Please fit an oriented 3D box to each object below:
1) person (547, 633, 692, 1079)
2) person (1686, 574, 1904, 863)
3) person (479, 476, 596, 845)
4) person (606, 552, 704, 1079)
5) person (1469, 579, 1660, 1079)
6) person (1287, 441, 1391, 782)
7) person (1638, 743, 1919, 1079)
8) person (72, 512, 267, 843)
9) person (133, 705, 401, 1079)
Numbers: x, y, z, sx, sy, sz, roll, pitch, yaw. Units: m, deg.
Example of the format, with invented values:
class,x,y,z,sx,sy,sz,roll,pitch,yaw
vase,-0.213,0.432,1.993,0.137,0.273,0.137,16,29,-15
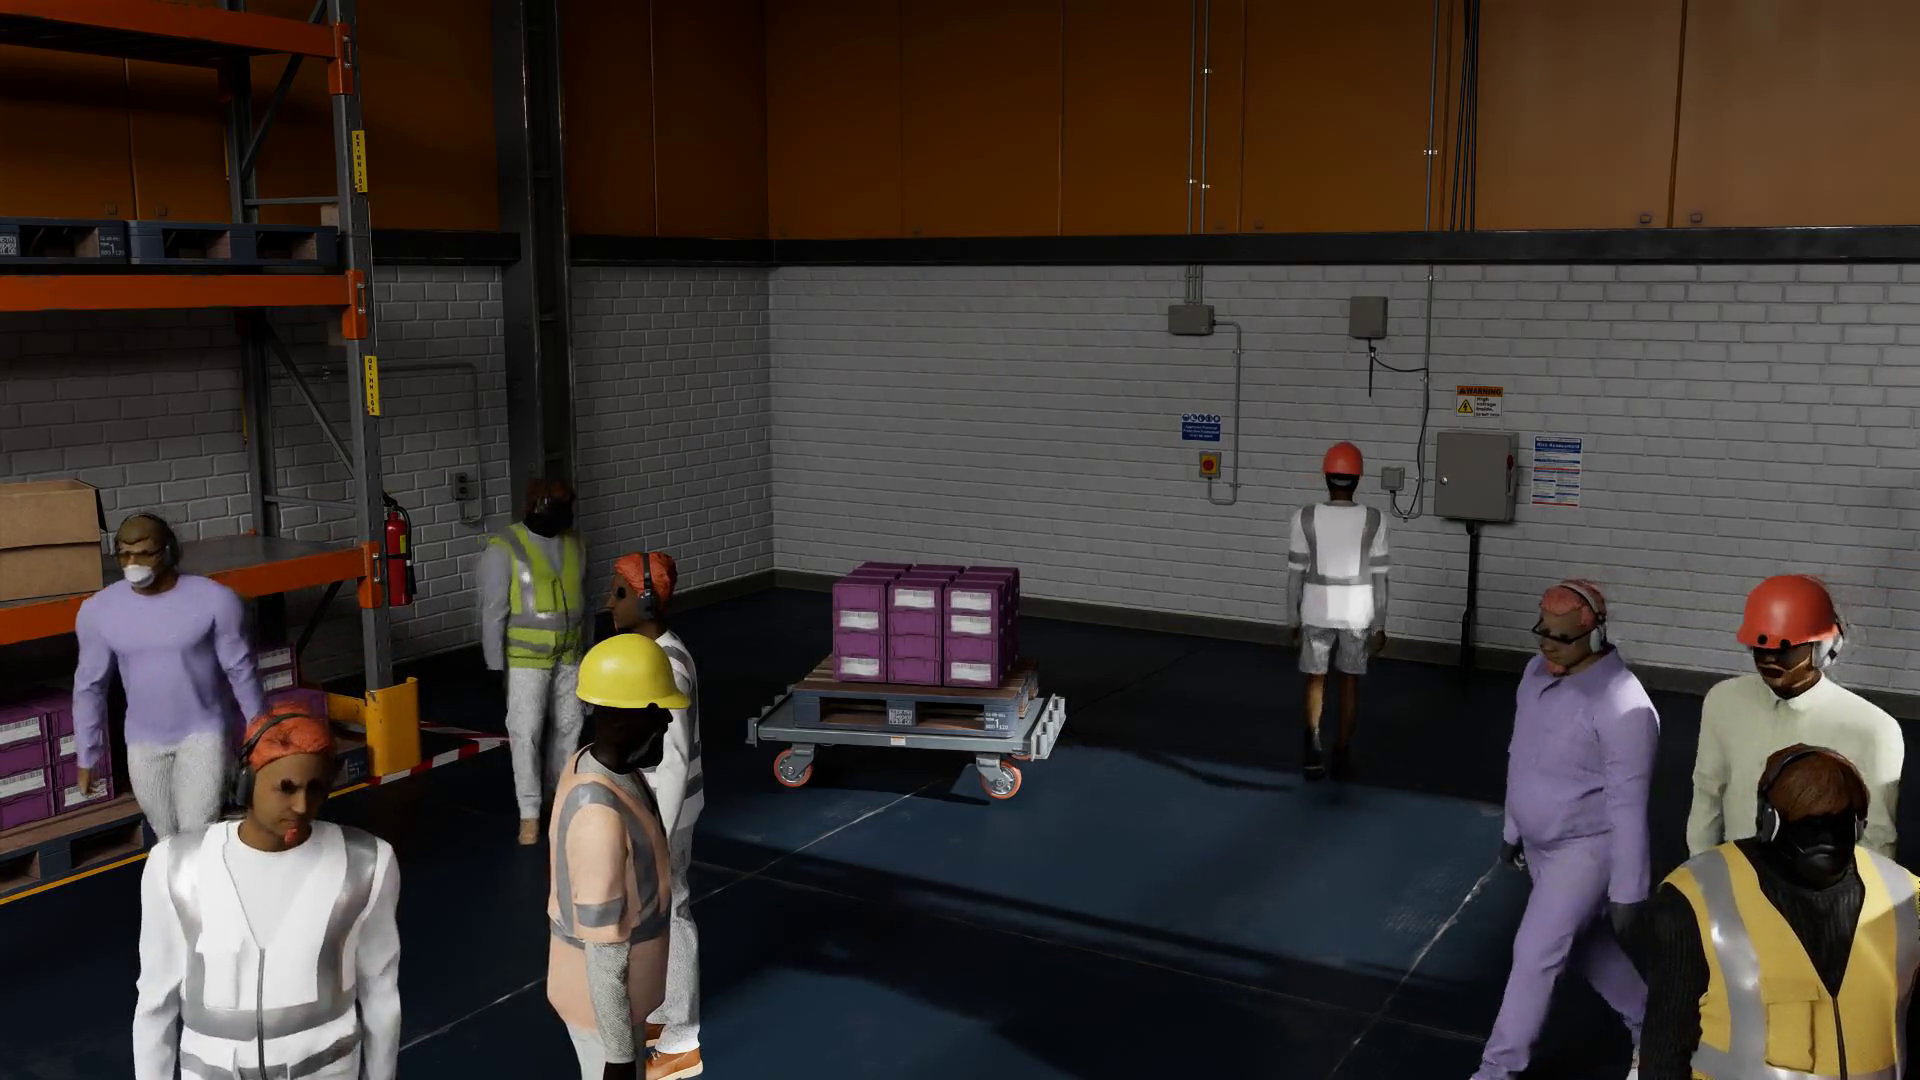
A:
class,x,y,z,sx,sy,sz,roll,pitch,yaw
person,-0.890,1.187,4.411,0.392,1.919,0.581,-2,9,-10
person,2.437,1.070,4.953,0.449,1.973,0.658,-7,12,-38
person,-2.108,0.595,8.414,0.446,1.821,0.690,7,12,38
person,-1.085,0.969,5.866,0.355,1.883,0.575,-3,10,-19
person,2.106,1.032,5.593,0.937,1.858,0.669,-1,9,-8
person,2.076,0.423,9.171,0.552,1.922,0.659,3,9,16
person,1.828,1.342,3.697,0.620,1.836,0.429,0,9,0
person,-3.153,0.836,6.623,0.693,1.903,0.834,-1,9,-6
person,-1.641,1.280,4.018,0.604,1.856,0.804,-2,9,-14
